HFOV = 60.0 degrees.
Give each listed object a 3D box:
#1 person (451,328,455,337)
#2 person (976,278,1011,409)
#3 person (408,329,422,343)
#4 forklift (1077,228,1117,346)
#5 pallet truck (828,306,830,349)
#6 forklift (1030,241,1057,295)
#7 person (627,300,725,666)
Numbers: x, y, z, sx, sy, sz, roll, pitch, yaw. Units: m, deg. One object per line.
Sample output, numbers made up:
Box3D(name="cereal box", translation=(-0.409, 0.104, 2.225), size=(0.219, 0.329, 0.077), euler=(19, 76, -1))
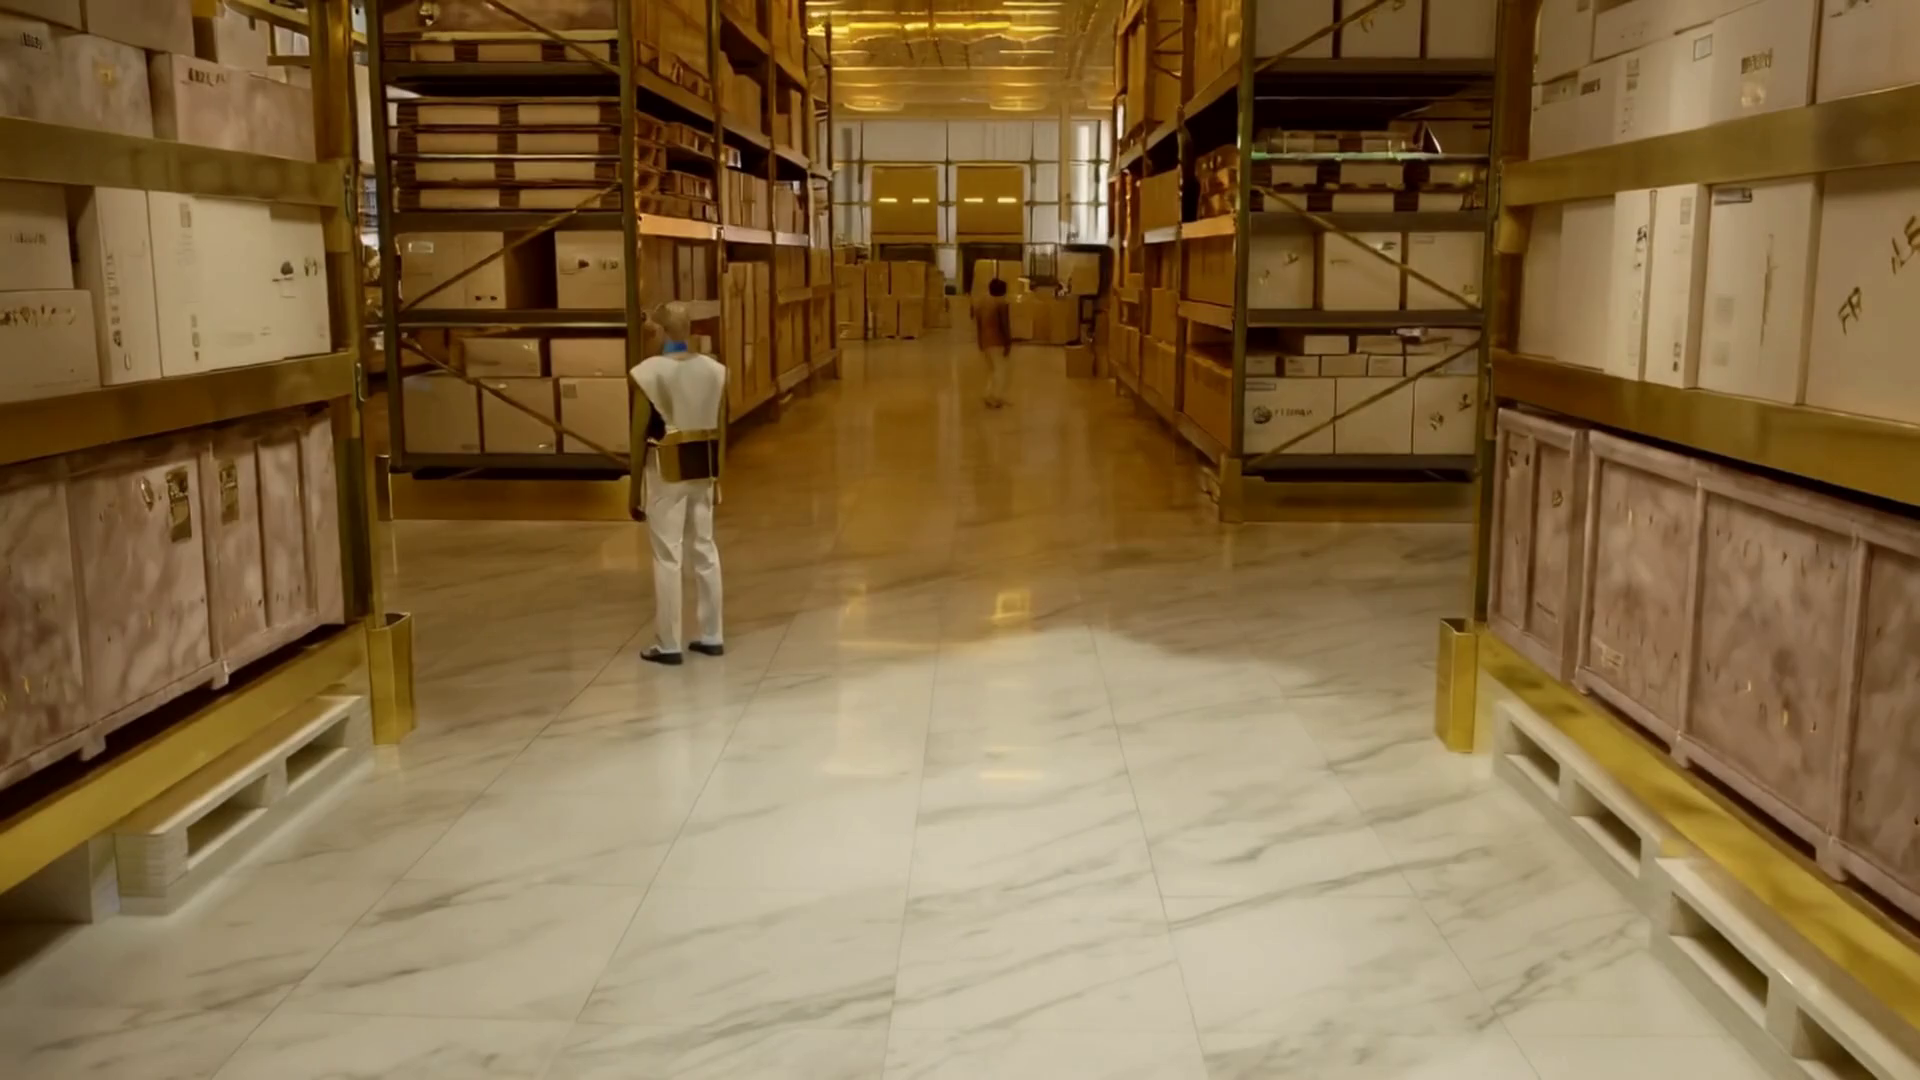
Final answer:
Box3D(name="person", translation=(-13.038, -6.092, 42.984), size=(0.635, 1.908, 0.675), euler=(-1, 10, -9))
Box3D(name="person", translation=(0.427, -2.731, 23.145), size=(0.651, 1.820, 0.709), euler=(-8, 12, -40))
Box3D(name="person", translation=(-13.704, -5.938, 41.947), size=(0.631, 1.940, 0.369), euler=(3, 10, 19))
Box3D(name="forklift", translation=(3.640, -5.840, 38.545), size=(1.873, 2.768, 1.129), euler=(0, 9, 0))
Box3D(name="pallet truck", translation=(-3.100, -3.940, 29.800), size=(1.885, 1.965, 0.823), euler=(3, 10, 19))
Box3D(name="forklift", translation=(3.230, -10.143, 64.321), size=(1.129, 2.768, 1.873), euler=(0, 9, 1))
Box3D(name="person", translation=(-1.406, -0.285, 8.397), size=(0.381, 1.836, 0.564), euler=(9, 13, 43))
